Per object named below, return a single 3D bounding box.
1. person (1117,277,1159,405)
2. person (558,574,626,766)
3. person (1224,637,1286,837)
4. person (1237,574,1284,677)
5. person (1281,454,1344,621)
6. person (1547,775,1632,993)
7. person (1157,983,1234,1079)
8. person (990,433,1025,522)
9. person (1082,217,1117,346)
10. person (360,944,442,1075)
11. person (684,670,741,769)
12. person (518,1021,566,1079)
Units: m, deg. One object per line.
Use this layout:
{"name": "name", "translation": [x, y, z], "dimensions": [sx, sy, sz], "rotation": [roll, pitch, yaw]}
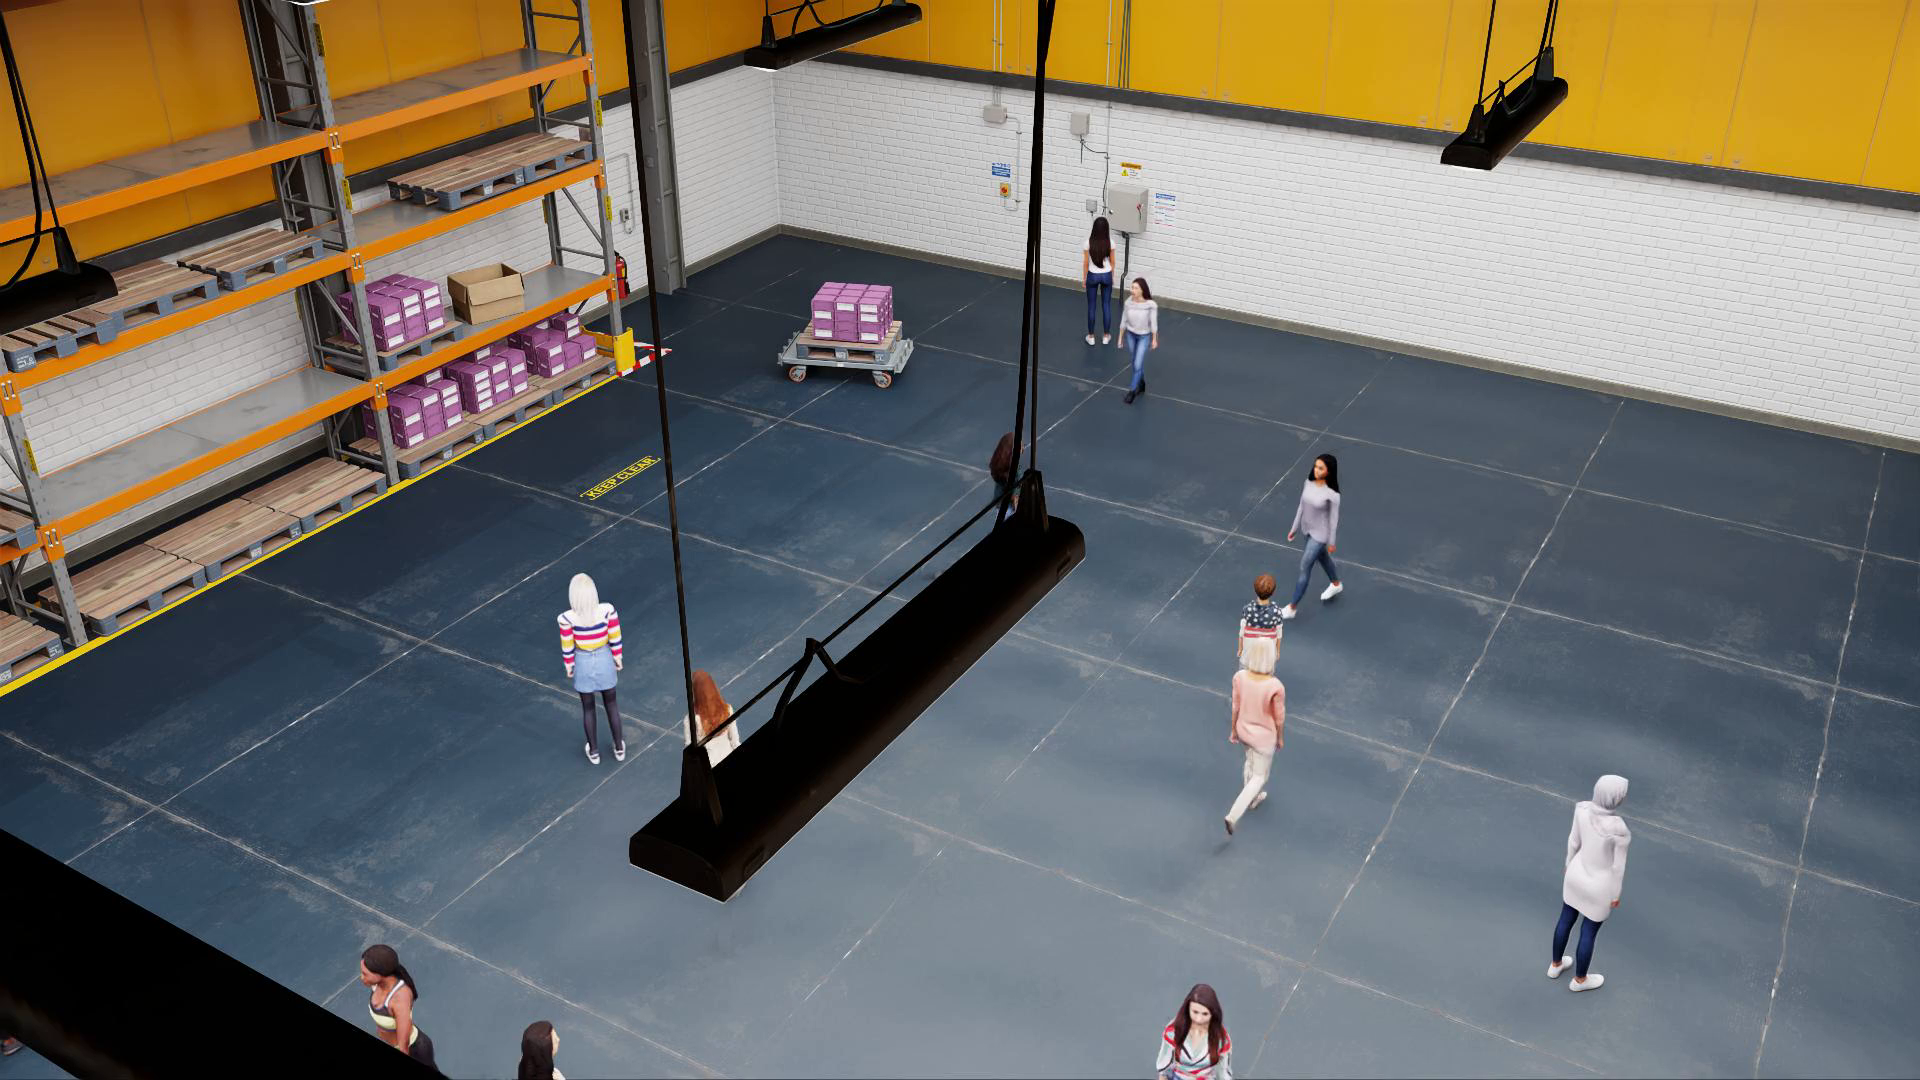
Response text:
{"name": "person", "translation": [2.287, -2.550, 20.957], "dimensions": [0.686, 1.599, 0.942], "rotation": [18, 34, 30]}
{"name": "person", "translation": [-3.094, 1.081, 14.084], "dimensions": [0.690, 1.807, 0.746], "rotation": [-7, 29, -13]}
{"name": "person", "translation": [2.327, 1.585, 13.271], "dimensions": [0.701, 1.701, 1.049], "rotation": [21, 35, 33]}
{"name": "person", "translation": [2.645, 0.941, 14.725], "dimensions": [0.580, 1.438, 0.573], "rotation": [4, 29, 8]}
{"name": "person", "translation": [3.566, -0.069, 16.316], "dimensions": [1.247, 1.688, 1.036], "rotation": [-14, 32, -24]}
{"name": "person", "translation": [4.425, 2.405, 11.688], "dimensions": [0.695, 1.776, 0.689], "rotation": [-16, 32, -26]}
{"name": "person", "translation": [1.425, 3.312, 10.200], "dimensions": [0.695, 1.609, 0.701], "rotation": [5, 29, 10]}
{"name": "person", "translation": [0.409, -0.324, 16.882], "dimensions": [0.905, 1.593, 0.900], "rotation": [-1, 29, -2]}
{"name": "person", "translation": [1.887, -3.515, 22.543], "dimensions": [0.671, 1.774, 0.682], "rotation": [0, 29, -1]}
{"name": "person", "translation": [-3.357, 3.158, 10.370], "dimensions": [1.119, 1.717, 0.798], "rotation": [-24, 37, -36]}
{"name": "person", "translation": [-1.877, 1.813, 12.879], "dimensions": [1.058, 1.676, 1.040], "rotation": [-11, 31, -20]}
{"name": "person", "translation": [-2.482, 3.526, 9.722], "dimensions": [1.101, 1.691, 0.814], "rotation": [-21, 35, -34]}
